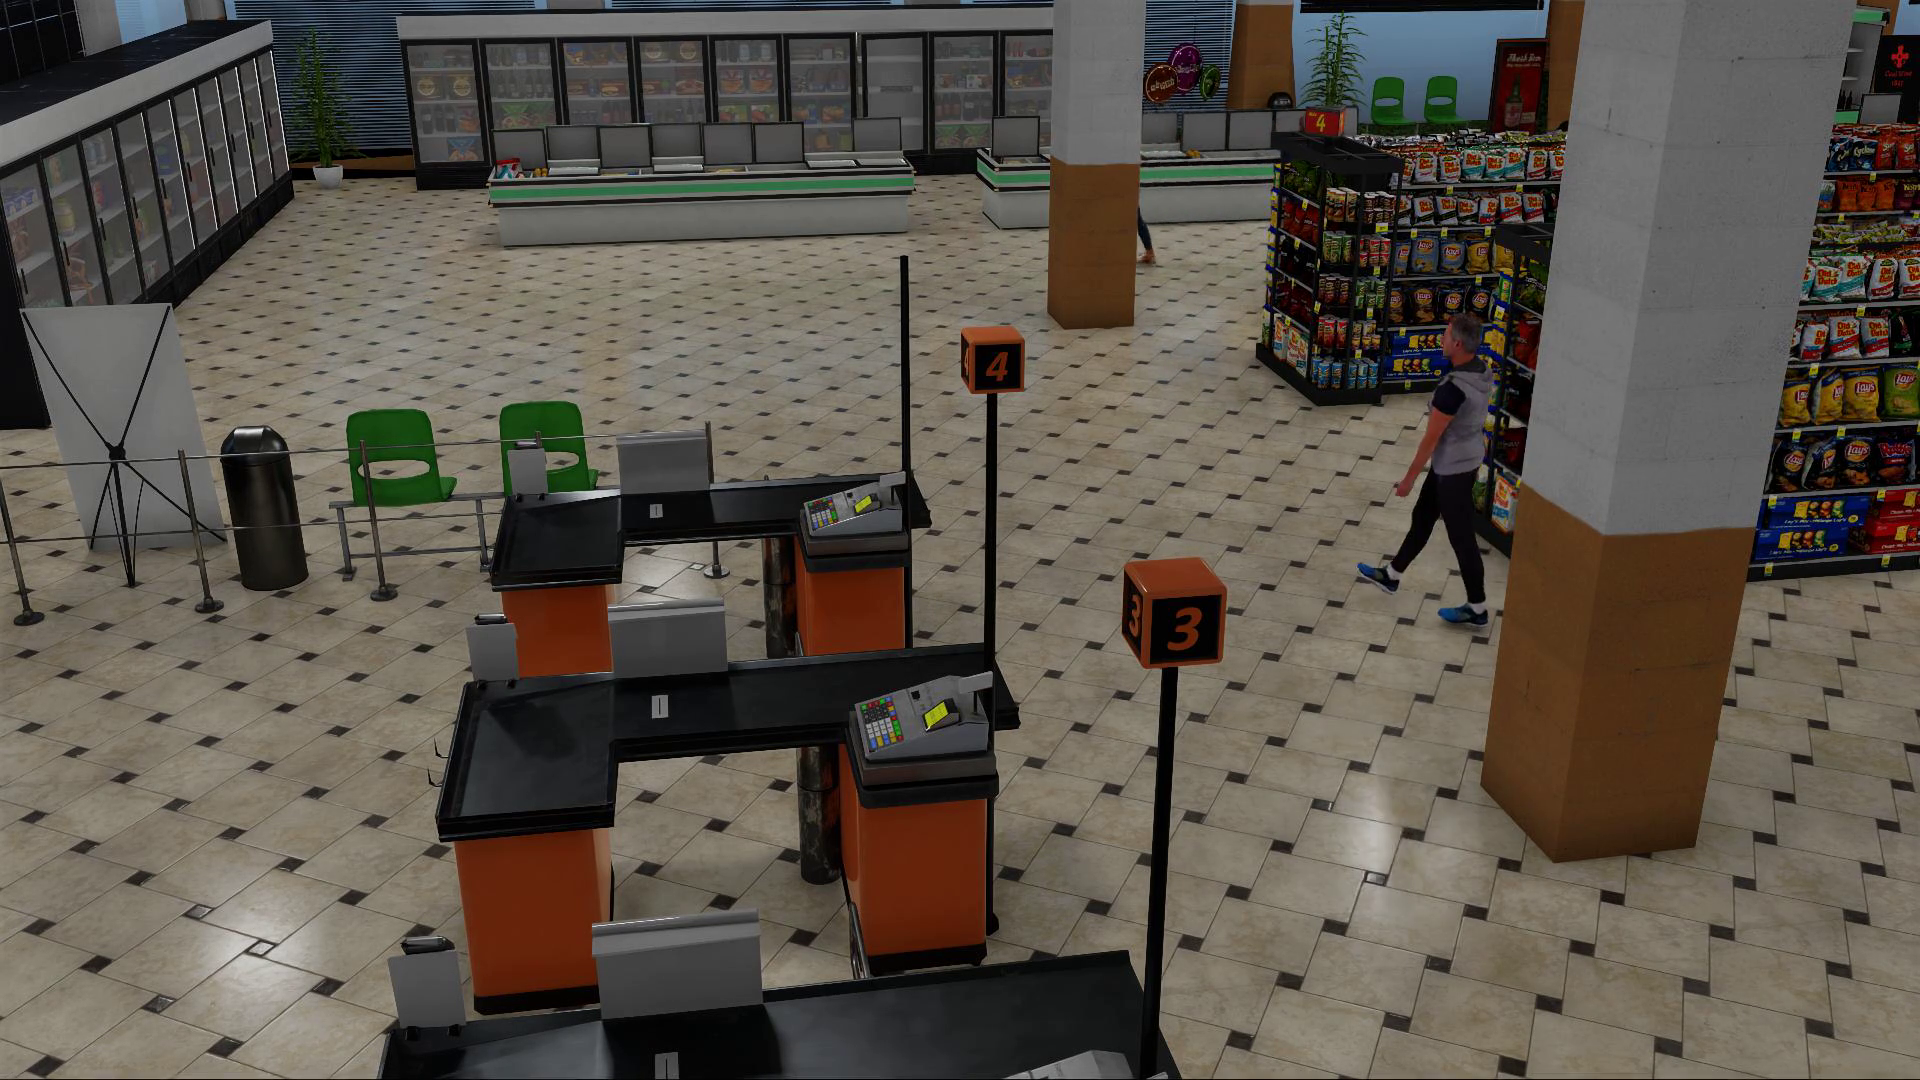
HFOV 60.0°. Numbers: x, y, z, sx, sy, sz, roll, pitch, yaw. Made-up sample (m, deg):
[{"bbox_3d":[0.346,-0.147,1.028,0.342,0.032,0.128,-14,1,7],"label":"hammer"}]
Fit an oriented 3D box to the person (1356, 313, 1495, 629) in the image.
[{"bbox_3d":[2.891,-0.351,9.410,1.207,1.787,1.134,13,25,30],"label":"person"}]
